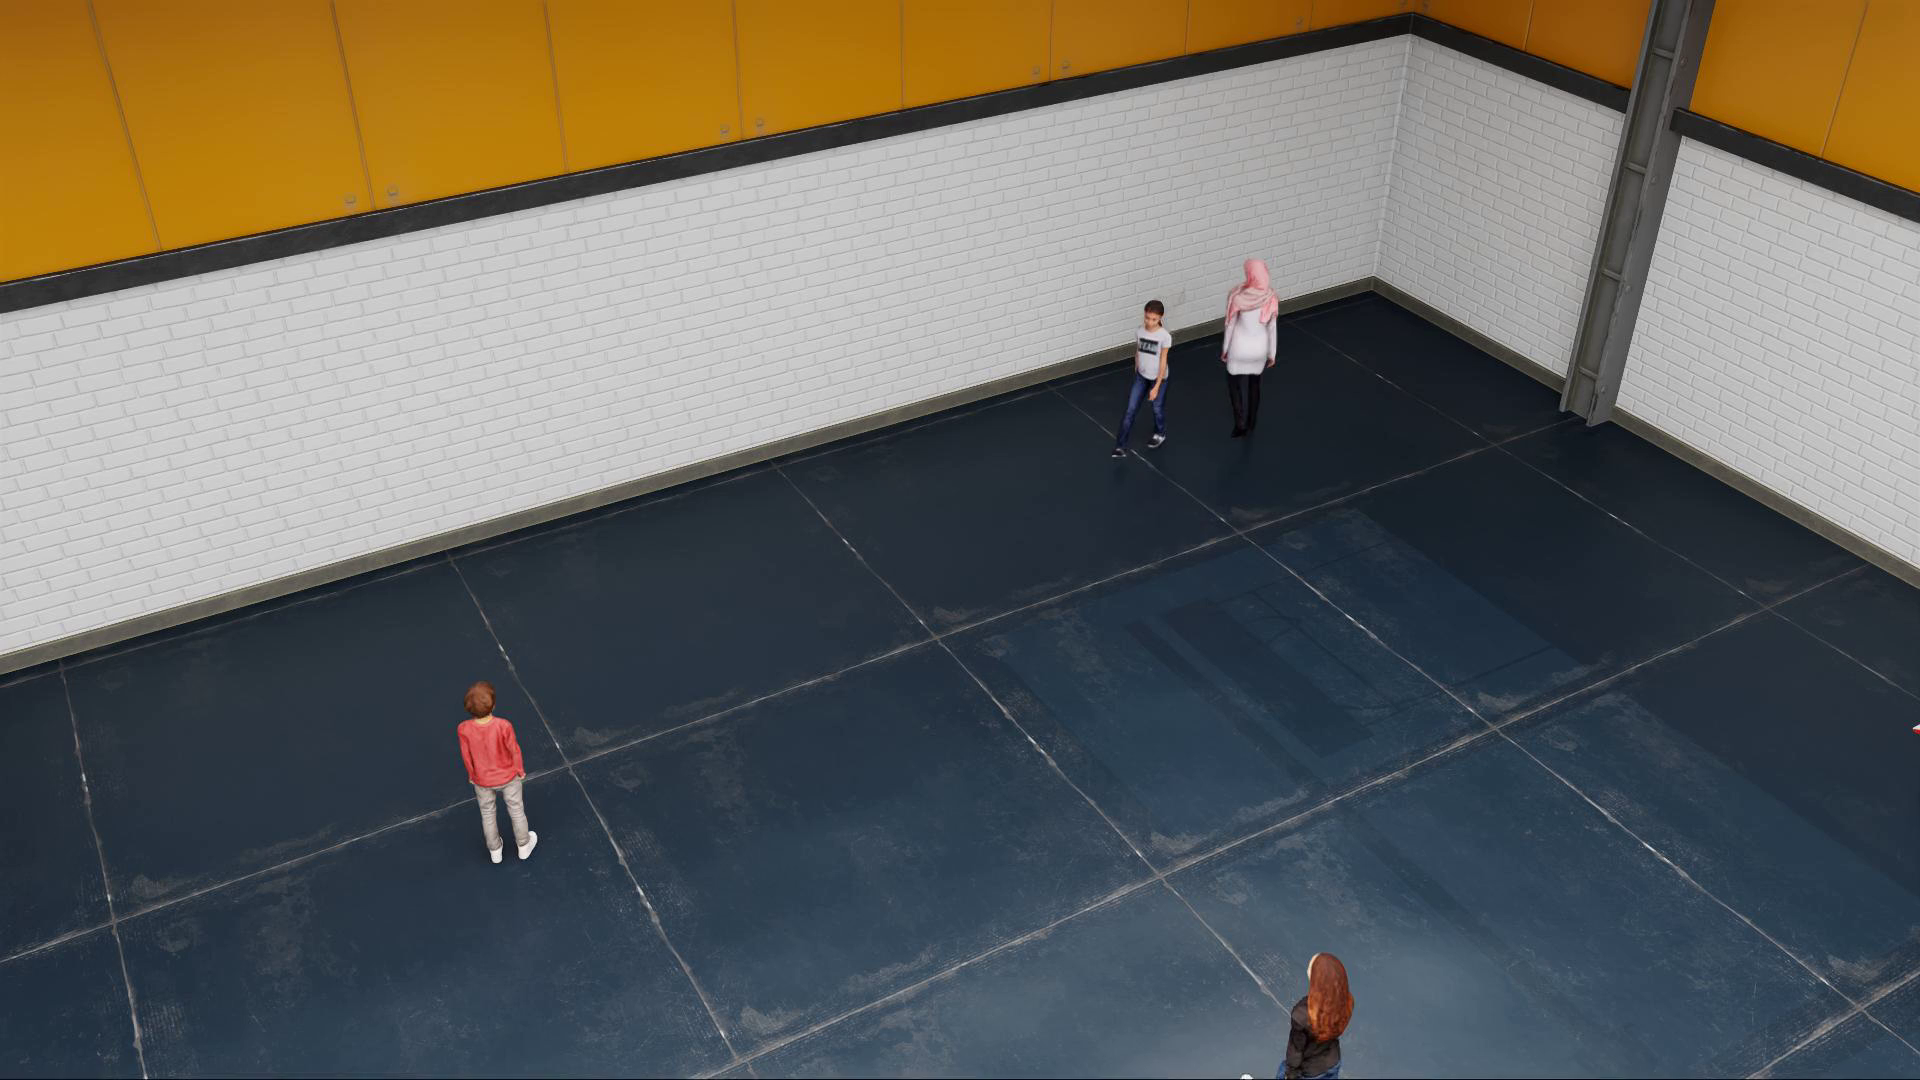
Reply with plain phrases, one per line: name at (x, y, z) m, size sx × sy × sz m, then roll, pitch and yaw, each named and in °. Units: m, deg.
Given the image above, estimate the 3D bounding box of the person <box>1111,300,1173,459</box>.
person at (1.779, -1.493, 15.098) m, size 1.023 × 1.521 × 0.905 m, roll 20°, pitch 39°, yaw 27°

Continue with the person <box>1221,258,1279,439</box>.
person at (2.619, -1.680, 15.138) m, size 0.886 × 1.789 × 0.984 m, roll 2°, pitch 34°, yaw 3°

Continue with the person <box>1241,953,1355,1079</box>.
person at (1.907, 2.783, 8.739) m, size 0.597 × 1.438 × 0.962 m, roll -16°, pitch 37°, yaw -23°

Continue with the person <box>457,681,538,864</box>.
person at (-2.992, 1.495, 10.697) m, size 0.589 × 1.416 × 0.601 m, roll -4°, pitch 34°, yaw -5°
